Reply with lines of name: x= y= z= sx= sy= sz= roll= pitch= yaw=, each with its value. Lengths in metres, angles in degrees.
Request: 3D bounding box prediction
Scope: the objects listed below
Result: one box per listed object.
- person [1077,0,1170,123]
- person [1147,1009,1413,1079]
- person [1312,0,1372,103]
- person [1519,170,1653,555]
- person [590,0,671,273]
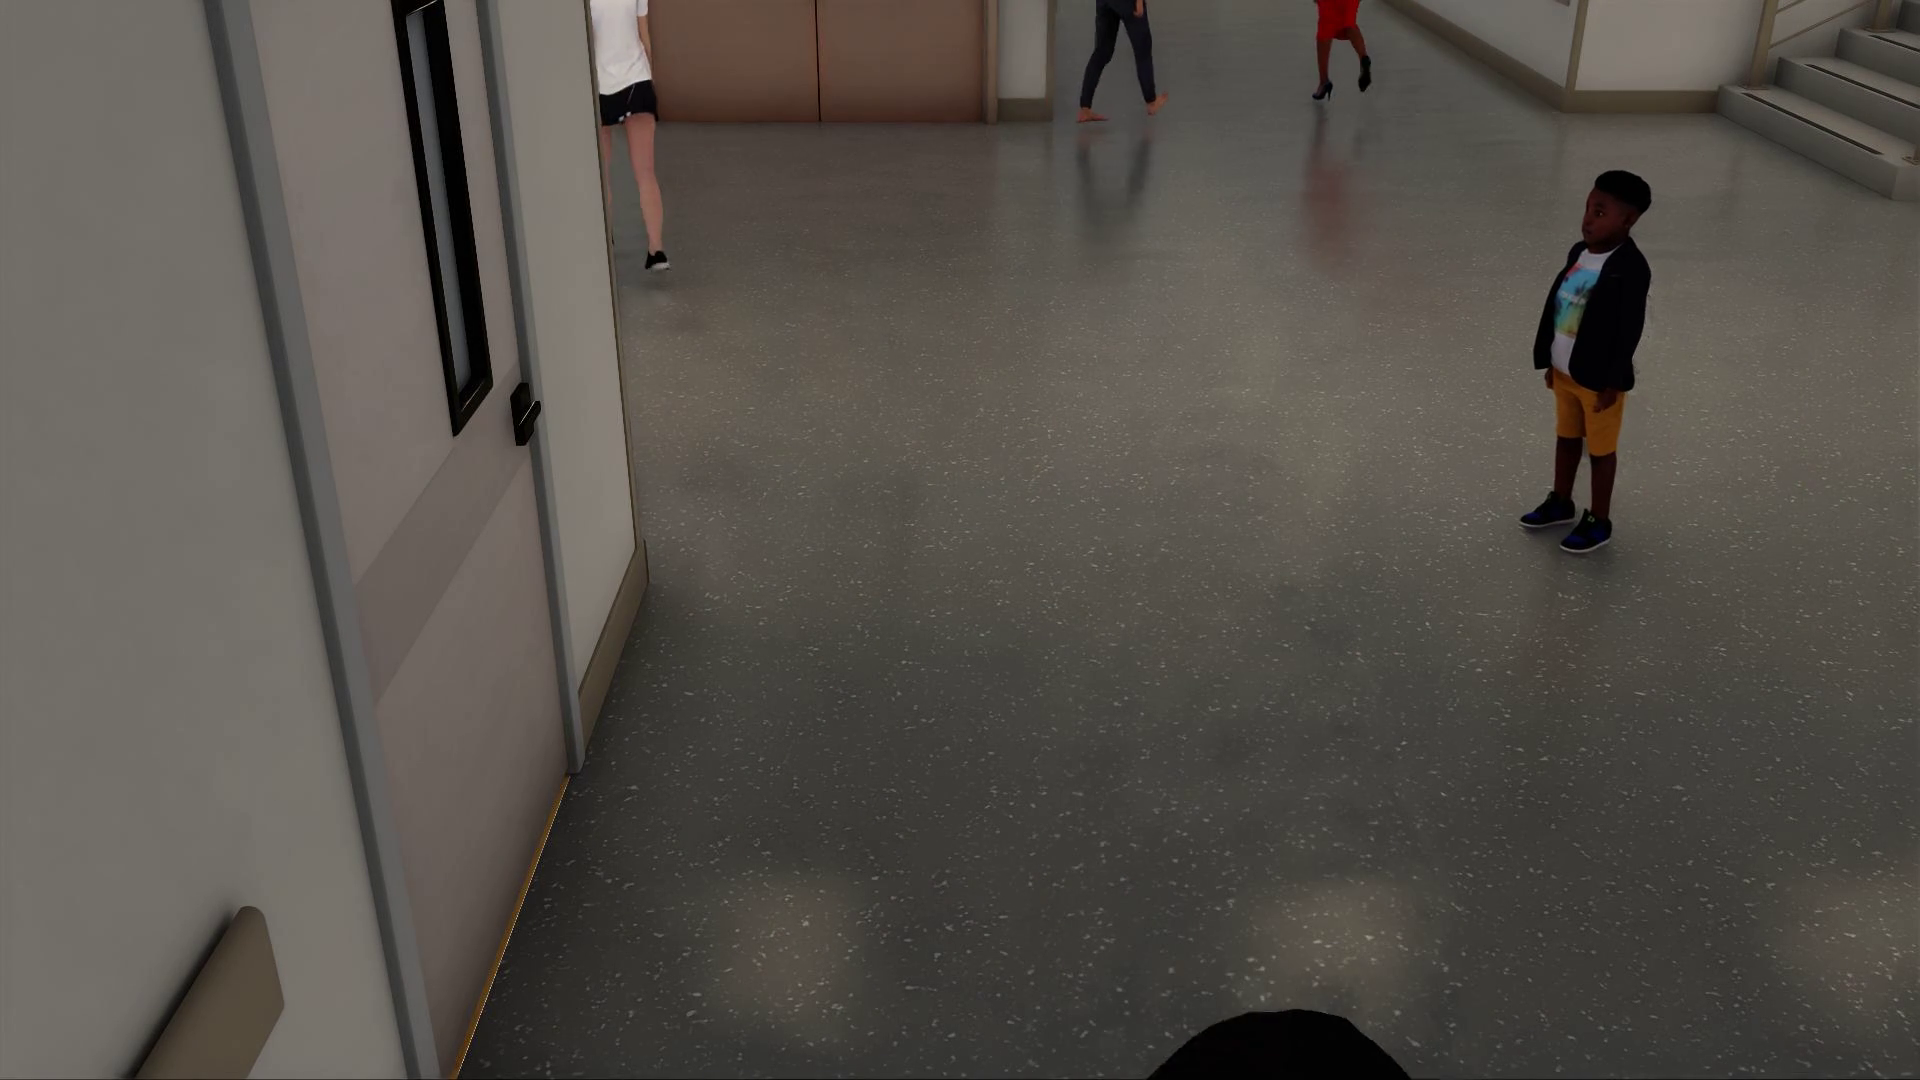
person: x=1.039 y=-3.709 z=11.438 sx=1.164 sy=1.713 sz=1.116 roll=-23 pitch=34 yaw=-39
person: x=0.244 y=1.076 z=1.539 sx=1.131 sy=1.691 sz=0.717 roll=3 pitch=26 yaw=6
person: x=2.815 y=-4.037 z=12.101 sx=0.888 sy=1.728 sz=0.801 roll=-9 pitch=27 yaw=-17
person: x=2.102 y=-0.593 z=5.487 sx=0.628 sy=1.268 sz=0.590 roll=-11 pitch=28 yaw=-22
person: x=-1.642 y=-2.136 z=8.179 sx=1.164 sy=1.709 sz=0.945 roll=-11 pitch=28 yaw=-21
